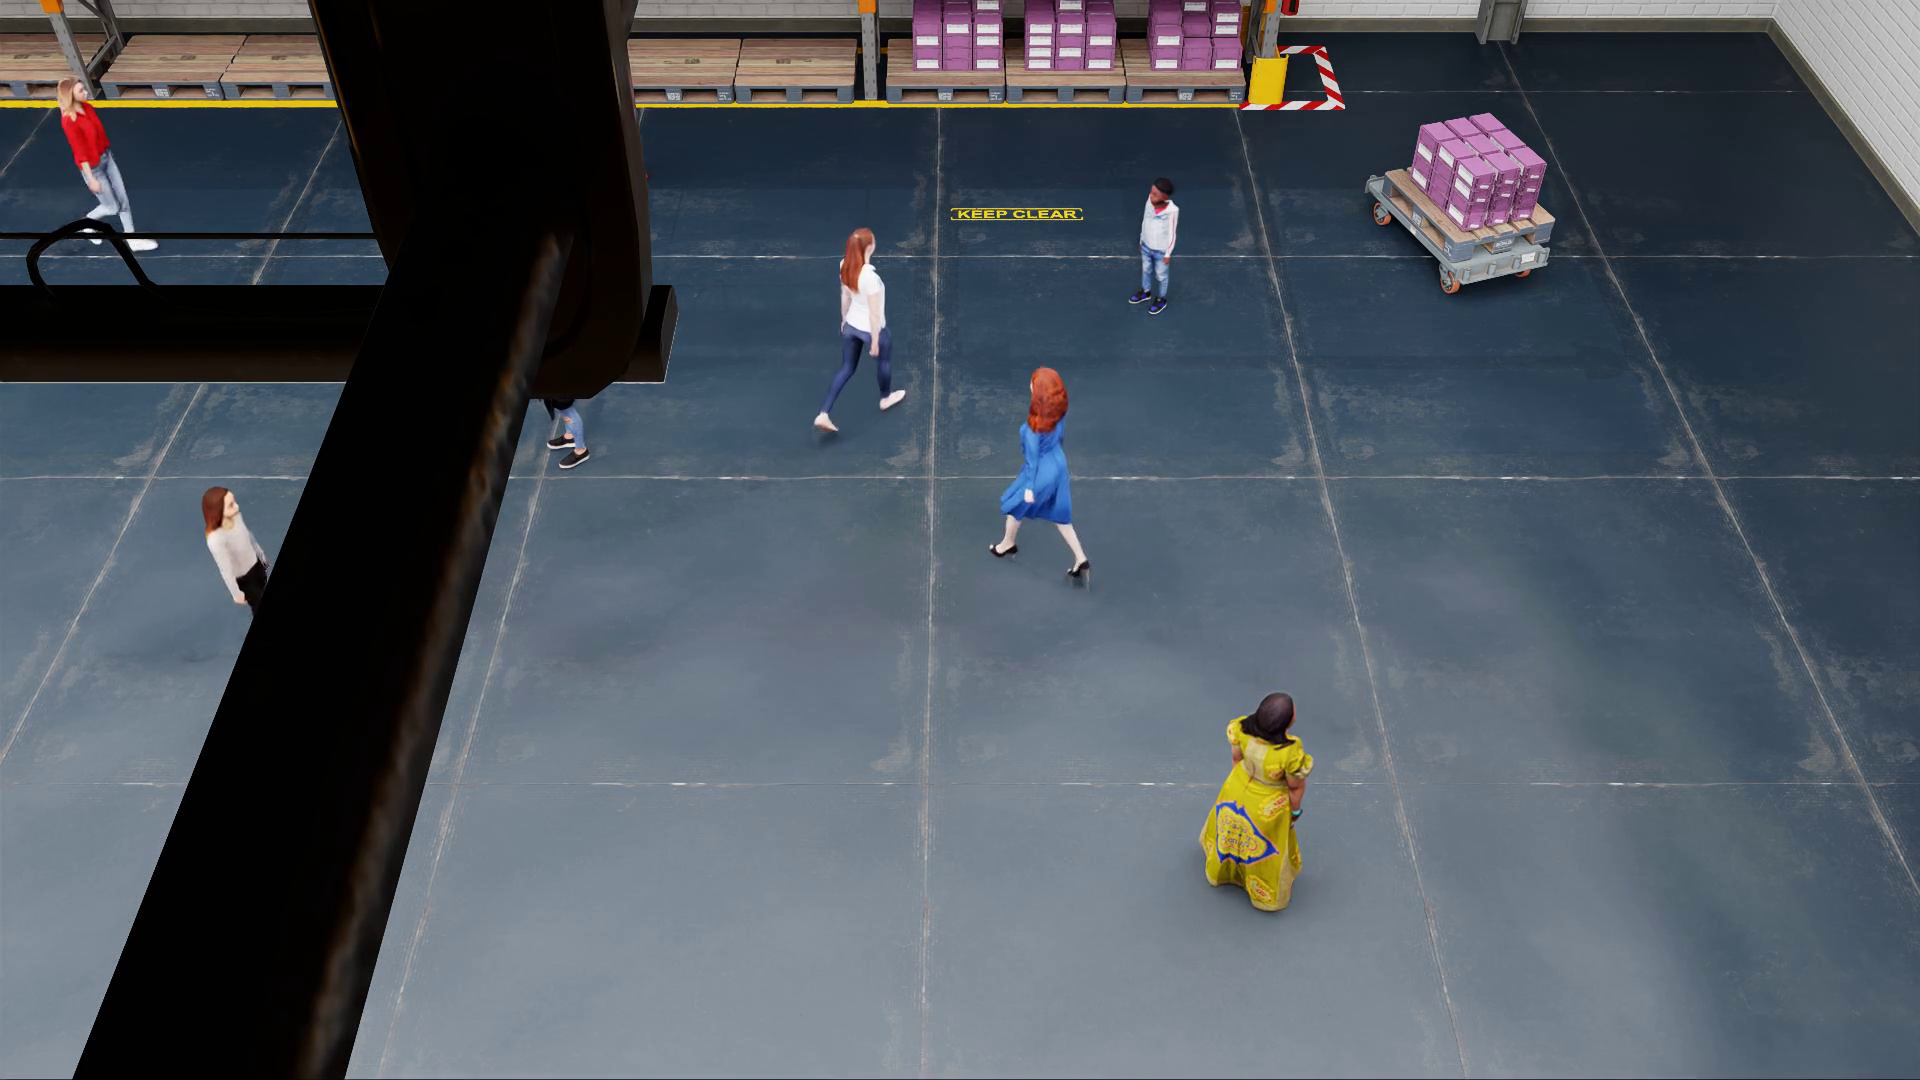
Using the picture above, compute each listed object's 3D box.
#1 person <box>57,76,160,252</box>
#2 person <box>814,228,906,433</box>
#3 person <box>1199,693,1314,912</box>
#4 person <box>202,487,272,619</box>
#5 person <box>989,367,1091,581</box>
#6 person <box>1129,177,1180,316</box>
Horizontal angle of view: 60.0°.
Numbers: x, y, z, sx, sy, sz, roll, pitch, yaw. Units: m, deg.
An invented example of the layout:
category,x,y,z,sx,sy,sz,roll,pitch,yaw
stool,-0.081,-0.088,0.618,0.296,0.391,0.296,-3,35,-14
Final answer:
category,x,y,z,sx,sy,sz,roll,pitch,yaw
person,-7.540,-3.226,14.423,0.848,1.695,0.659,3,44,3
person,-0.806,-1.548,12.655,1.092,1.704,1.118,32,52,29
person,1.729,1.466,9.523,0.987,1.660,1.061,31,52,29
person,-4.771,0.232,10.949,0.526,1.481,0.553,0,44,0
person,0.632,-0.396,11.381,1.124,1.794,1.003,28,50,26
person,1.669,-2.504,13.981,0.619,1.259,0.561,-32,52,-29
